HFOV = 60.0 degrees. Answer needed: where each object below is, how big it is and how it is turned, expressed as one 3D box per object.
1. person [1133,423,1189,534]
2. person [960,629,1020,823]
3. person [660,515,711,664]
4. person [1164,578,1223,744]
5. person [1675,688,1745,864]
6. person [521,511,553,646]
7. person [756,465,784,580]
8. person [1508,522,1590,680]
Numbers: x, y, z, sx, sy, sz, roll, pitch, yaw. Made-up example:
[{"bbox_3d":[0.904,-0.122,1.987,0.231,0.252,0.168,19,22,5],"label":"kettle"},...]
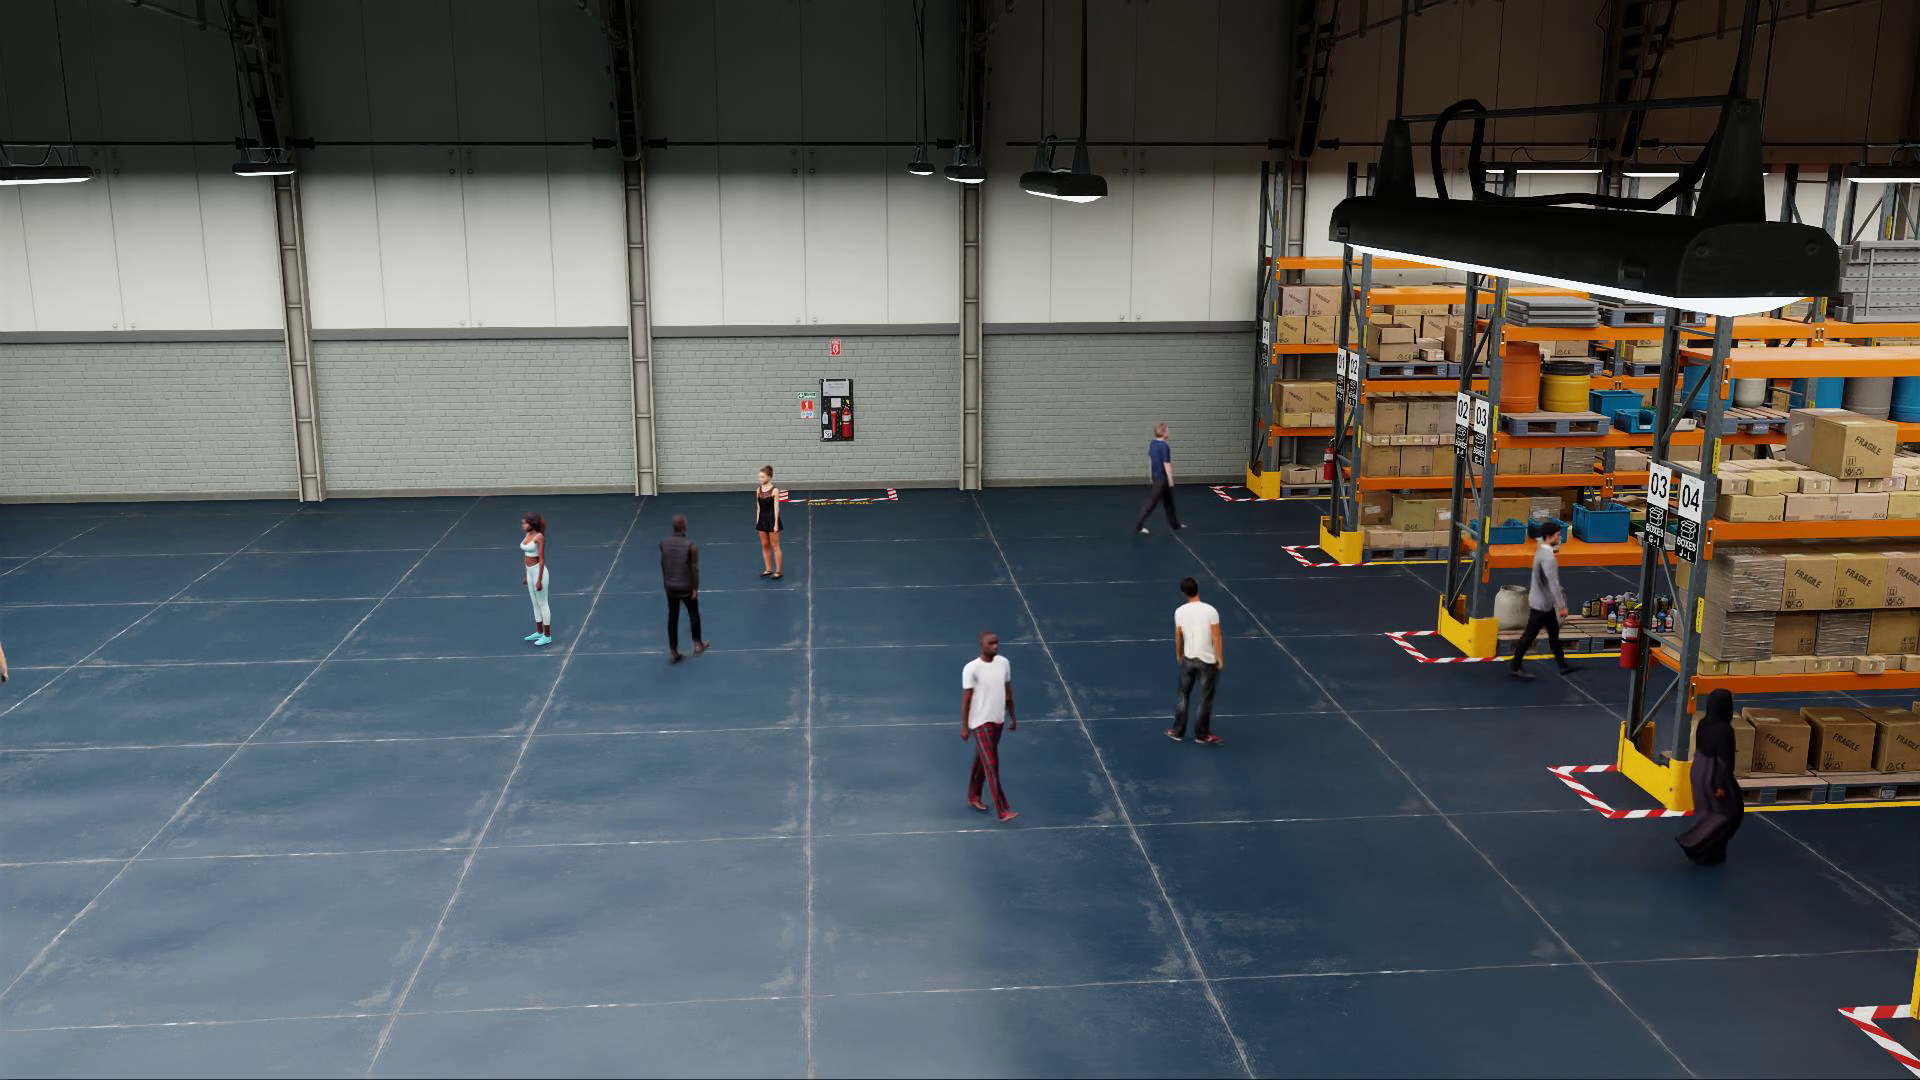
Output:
[{"bbox_3d":[3.190,-0.962,27.181,1.258,1.819,0.817,-3,13,-15],"label":"person"},{"bbox_3d":[0.195,1.709,15.676,1.097,1.804,1.088,-11,17,-39],"label":"person"},{"bbox_3d":[-3.476,0.618,20.378,1.018,1.809,0.985,4,13,15],"label":"person"},{"bbox_3d":[2.547,1.288,17.570,0.903,1.771,0.787,-13,18,-43],"label":"person"},{"bbox_3d":[6.517,2.074,14.547,0.793,1.603,0.604,-2,13,-7],"label":"person"},{"bbox_3d":[-5.397,0.470,21.202,0.693,1.726,0.653,-11,17,-40],"label":"person"},{"bbox_3d":[-2.802,-0.269,24.496,0.683,1.680,0.753,9,16,34],"label":"person"},{"bbox_3d":[6.786,0.746,19.671,1.266,1.880,1.038,4,14,18],"label":"person"}]
